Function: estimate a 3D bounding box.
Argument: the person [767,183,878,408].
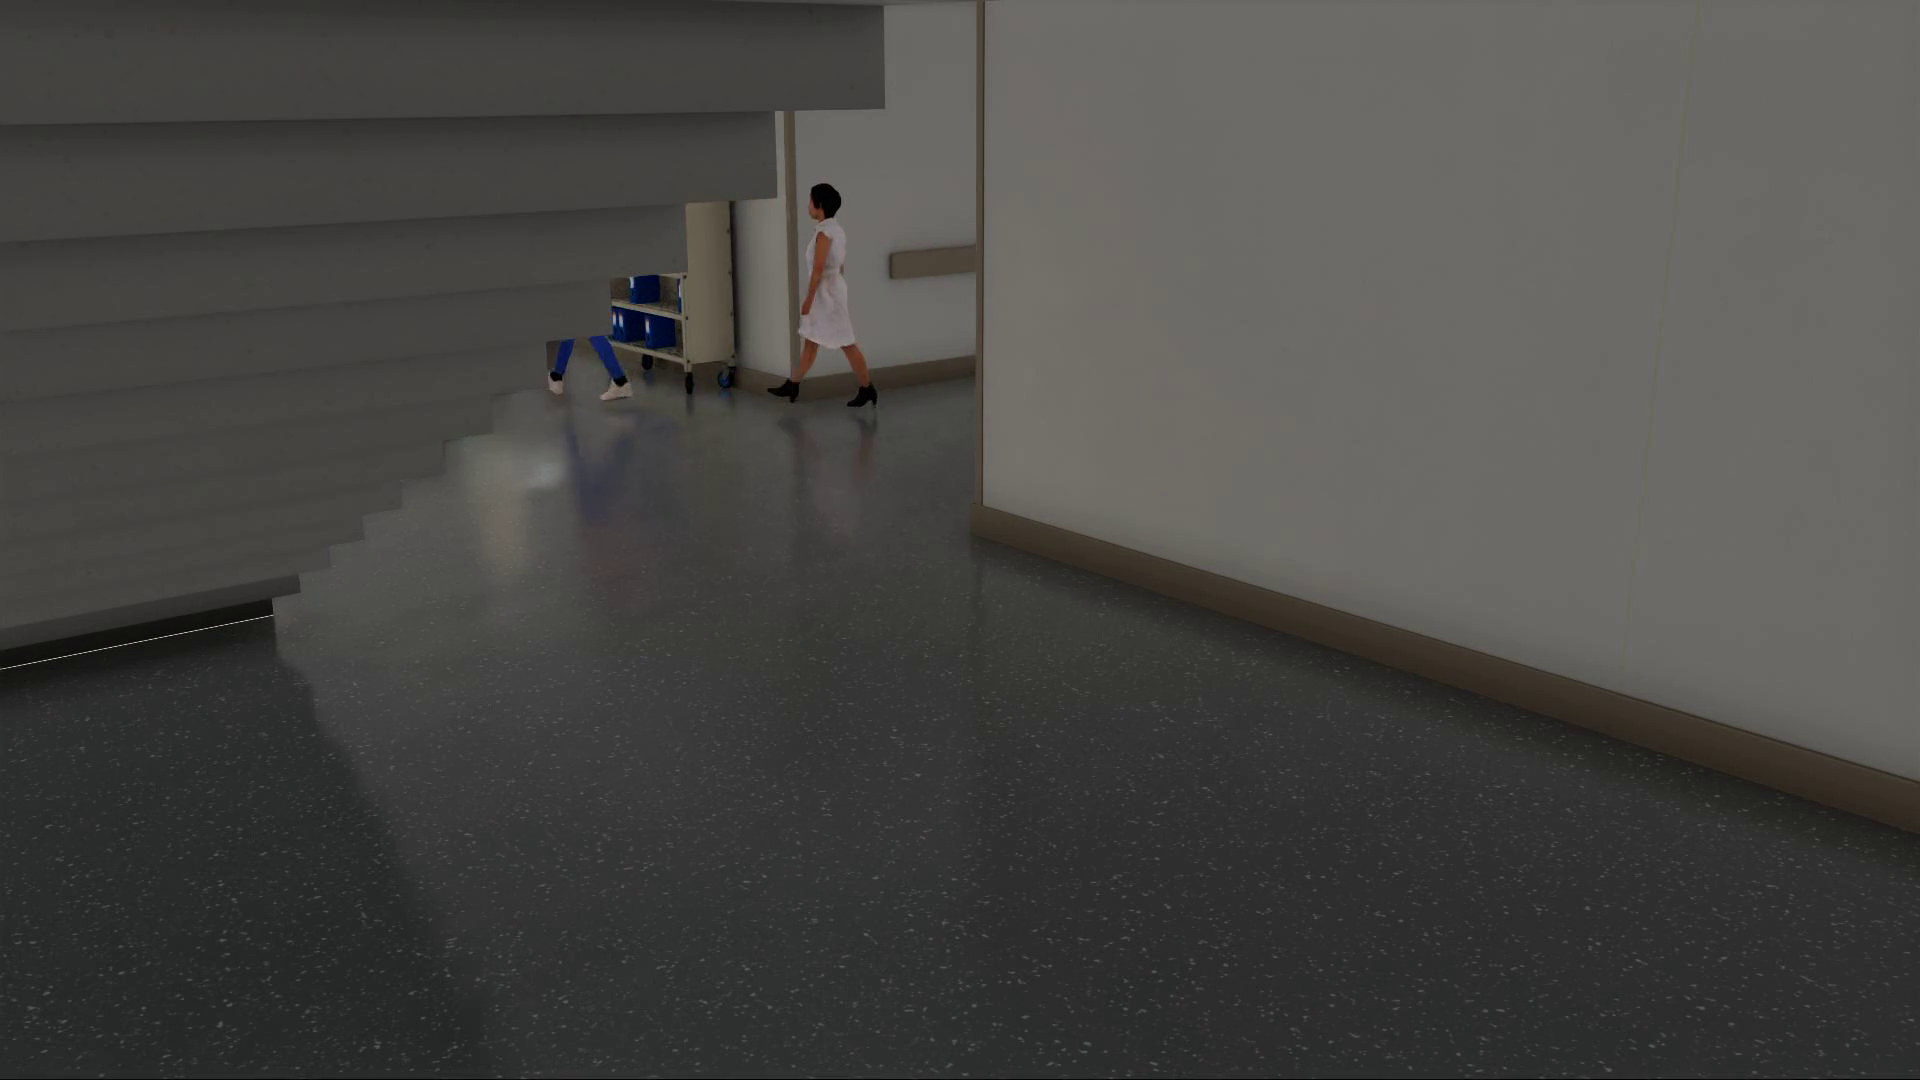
[{"bbox_3d":[-0.813,-1.615,11.319,1.038,1.508,0.971,1,16,5],"label":"person"}]
